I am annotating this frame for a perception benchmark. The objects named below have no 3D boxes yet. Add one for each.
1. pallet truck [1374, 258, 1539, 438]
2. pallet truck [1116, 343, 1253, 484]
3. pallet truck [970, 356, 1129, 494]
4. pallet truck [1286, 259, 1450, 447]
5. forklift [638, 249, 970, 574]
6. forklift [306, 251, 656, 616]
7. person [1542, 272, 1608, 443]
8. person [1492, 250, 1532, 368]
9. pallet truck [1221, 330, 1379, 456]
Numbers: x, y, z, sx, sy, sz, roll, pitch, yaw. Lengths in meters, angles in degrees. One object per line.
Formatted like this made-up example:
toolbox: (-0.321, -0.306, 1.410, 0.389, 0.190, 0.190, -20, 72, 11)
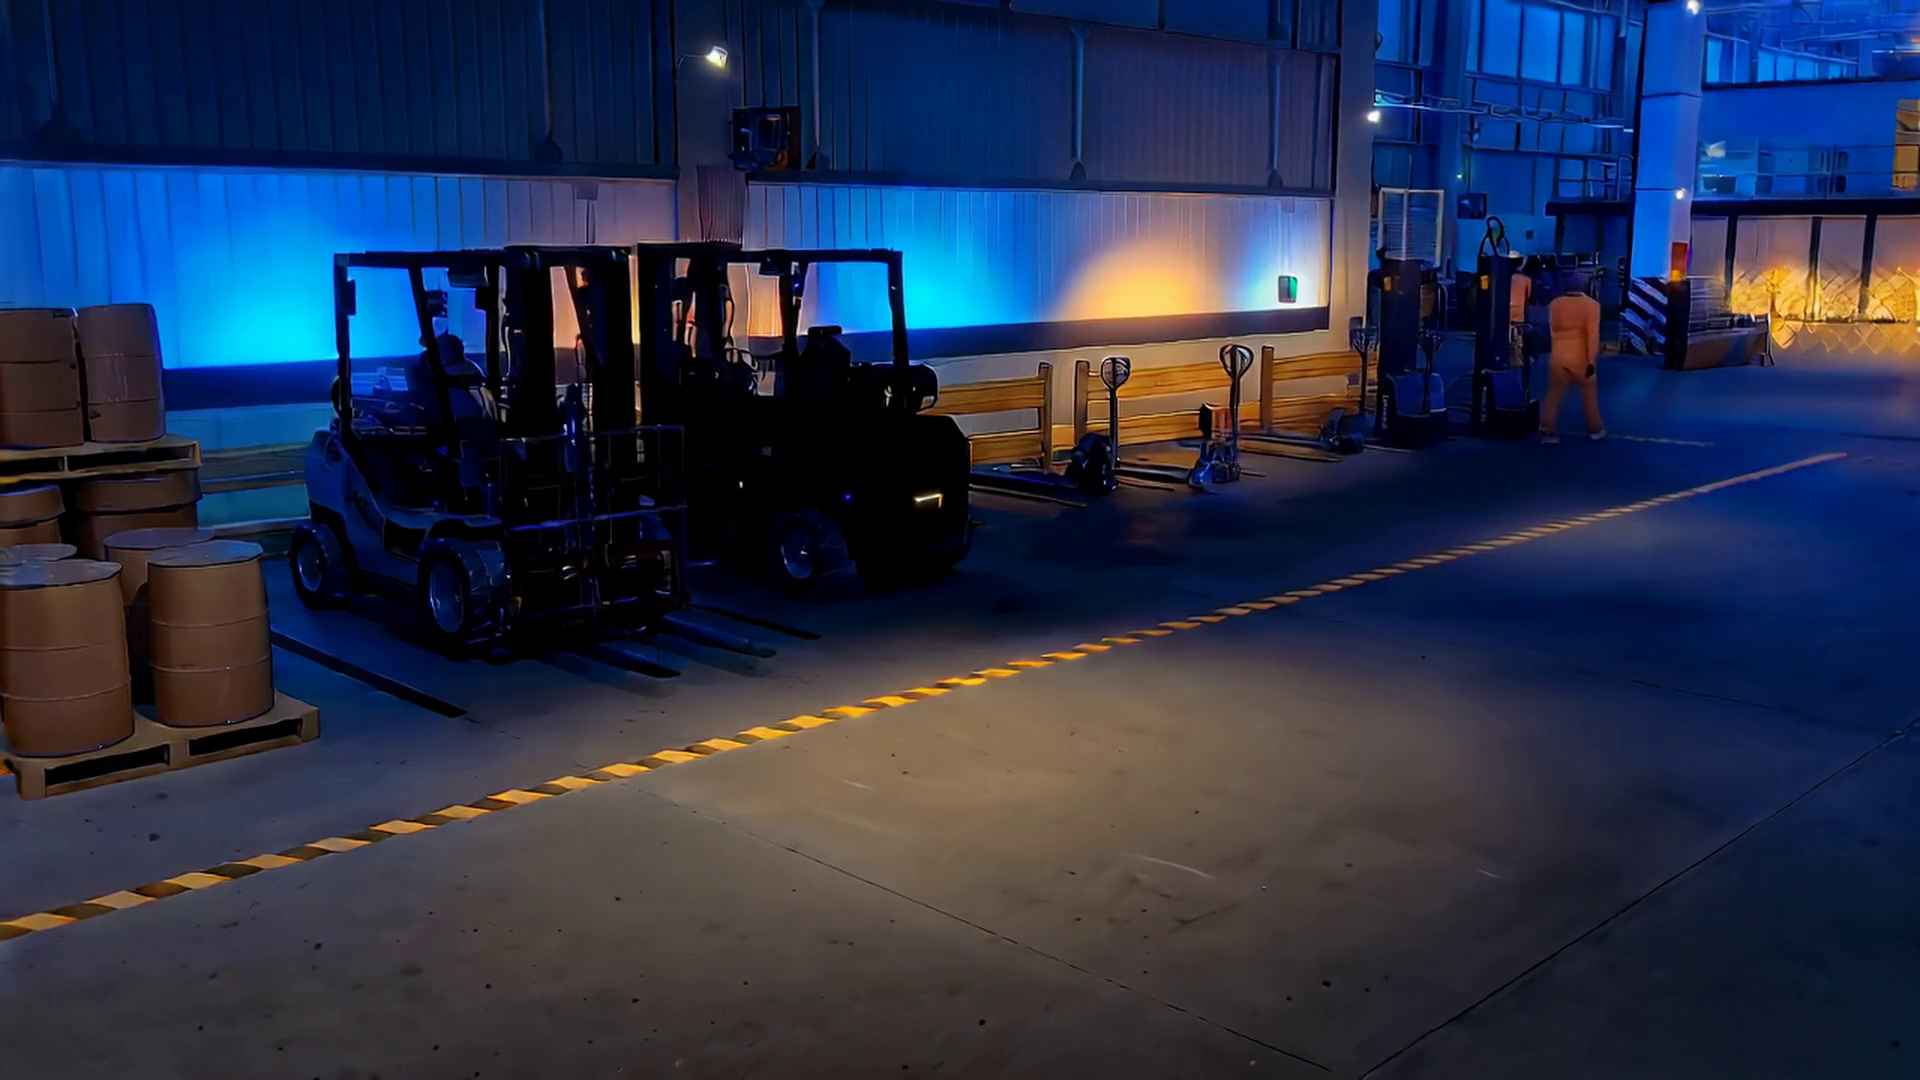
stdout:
pallet truck: (5.704, -2.208, 18.901, 1.885, 1.965, 0.823, 10, 14, 43)
pallet truck: (1.962, -1.215, 15.415, 1.522, 1.261, 0.704, 10, 14, 43)
pallet truck: (0.784, -1.085, 14.876, 0.680, 1.201, 1.601, -10, 14, -44)
pallet truck: (4.493, -2.078, 18.196, 0.823, 1.965, 1.885, -9, 14, -40)
forklift: (-1.173, -0.958, 11.239, 2.680, 1.987, 1.157, 10, 14, 43)
forklift: (-2.833, -0.669, 9.694, 1.157, 1.987, 2.680, -10, 14, -44)
person: (6.722, -1.986, 18.133, 0.995, 1.842, 0.625, -10, 14, -43)
person: (7.897, -3.144, 23.933, 0.601, 2.036, 0.417, -4, 11, -21)
pallet truck: (3.563, -1.581, 17.381, 0.653, 1.274, 1.630, -10, 14, -44)
